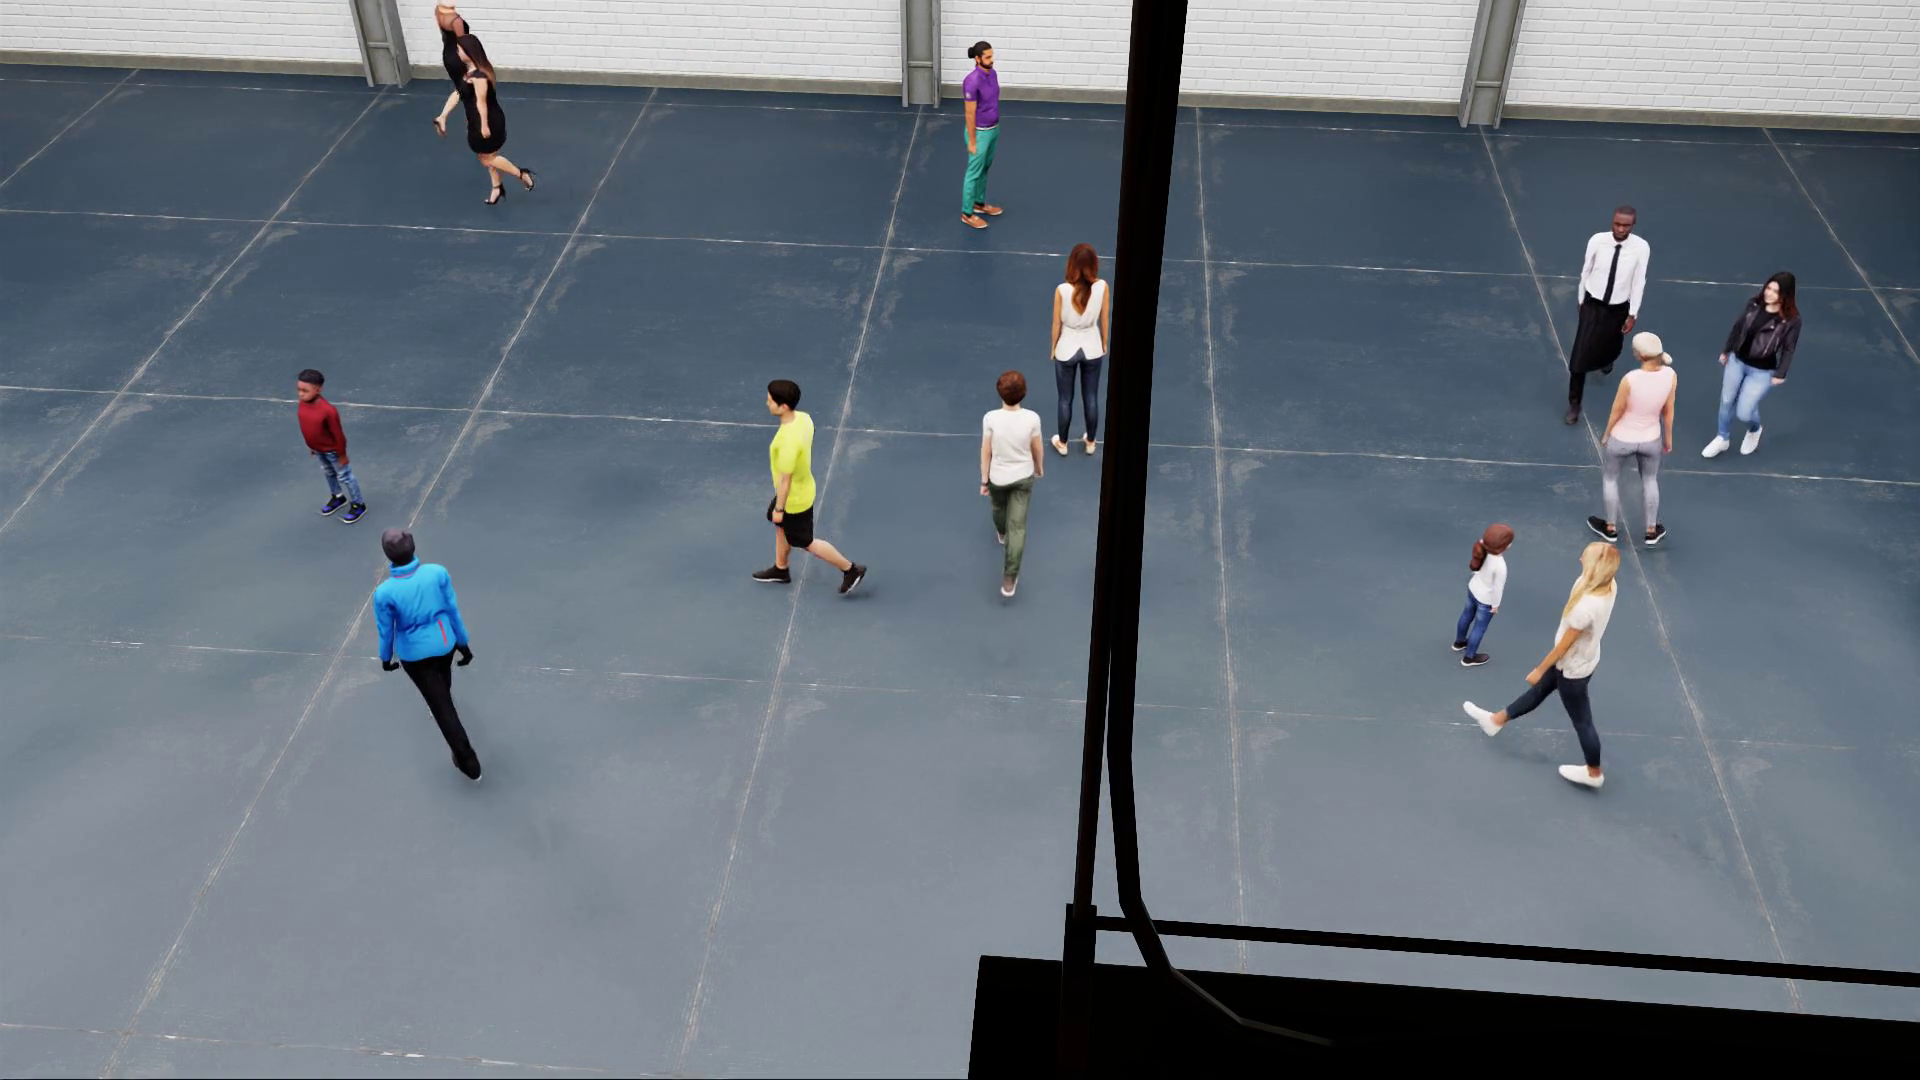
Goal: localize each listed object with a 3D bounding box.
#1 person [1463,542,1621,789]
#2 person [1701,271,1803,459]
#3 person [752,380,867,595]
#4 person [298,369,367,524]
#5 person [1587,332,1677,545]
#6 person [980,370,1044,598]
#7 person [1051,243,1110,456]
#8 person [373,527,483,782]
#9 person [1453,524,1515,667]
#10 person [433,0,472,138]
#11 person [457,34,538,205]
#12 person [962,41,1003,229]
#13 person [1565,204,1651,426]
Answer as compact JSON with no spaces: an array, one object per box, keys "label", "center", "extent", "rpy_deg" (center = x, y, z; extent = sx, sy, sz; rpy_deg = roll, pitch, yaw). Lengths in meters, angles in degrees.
[{"label":"person","center":[3.716,0.789,9.819],"extent":[1.235,1.761,0.950],"rpy_deg":[21,43,24]},{"label":"person","center":[6.040,-1.333,12.585],"extent":[0.850,1.626,0.800],"rpy_deg":[-21,43,-24]},{"label":"person","center":[-1.038,-0.325,11.278],"extent":[1.056,1.682,0.679],"rpy_deg":[0,39,0]},{"label":"person","center":[-4.594,-0.709,12.103],"extent":[0.537,1.253,0.636],"rpy_deg":[20,43,23]},{"label":"person","center":[4.793,-0.687,11.733],"extent":[0.532,1.680,0.855],"rpy_deg":[7,39,9]},{"label":"person","center":[0.348,-0.363,11.384],"extent":[1.072,1.610,0.704],"rpy_deg":[1,39,1]},{"label":"person","center":[0.903,-1.420,12.568],"extent":[0.523,1.782,0.684],"rpy_deg":[-4,39,-5]},{"label":"person","center":[-3.130,0.723,9.921],"extent":[1.157,1.737,1.198],"rpy_deg":[-26,46,-29]},{"label":"person","center":[3.434,0.333,10.911],"extent":[0.539,1.112,0.499],"rpy_deg":[-10,40,-12]},{"label":"person","center":[-5.148,-4.798,16.836],"extent":[0.914,1.736,0.857],"rpy_deg":[-28,46,-31]},{"label":"person","center":[-4.417,-3.968,15.819],"extent":[0.888,1.707,0.774],"rpy_deg":[-6,39,-7]},{"label":"person","center":[0.195,-3.826,15.593],"extent":[0.688,1.767,0.698],"rpy_deg":[19,42,22]},{"label":"person","center":[5.092,-1.837,13.069],"extent":[1.153,1.810,0.959],"rpy_deg":[14,41,17]}]
